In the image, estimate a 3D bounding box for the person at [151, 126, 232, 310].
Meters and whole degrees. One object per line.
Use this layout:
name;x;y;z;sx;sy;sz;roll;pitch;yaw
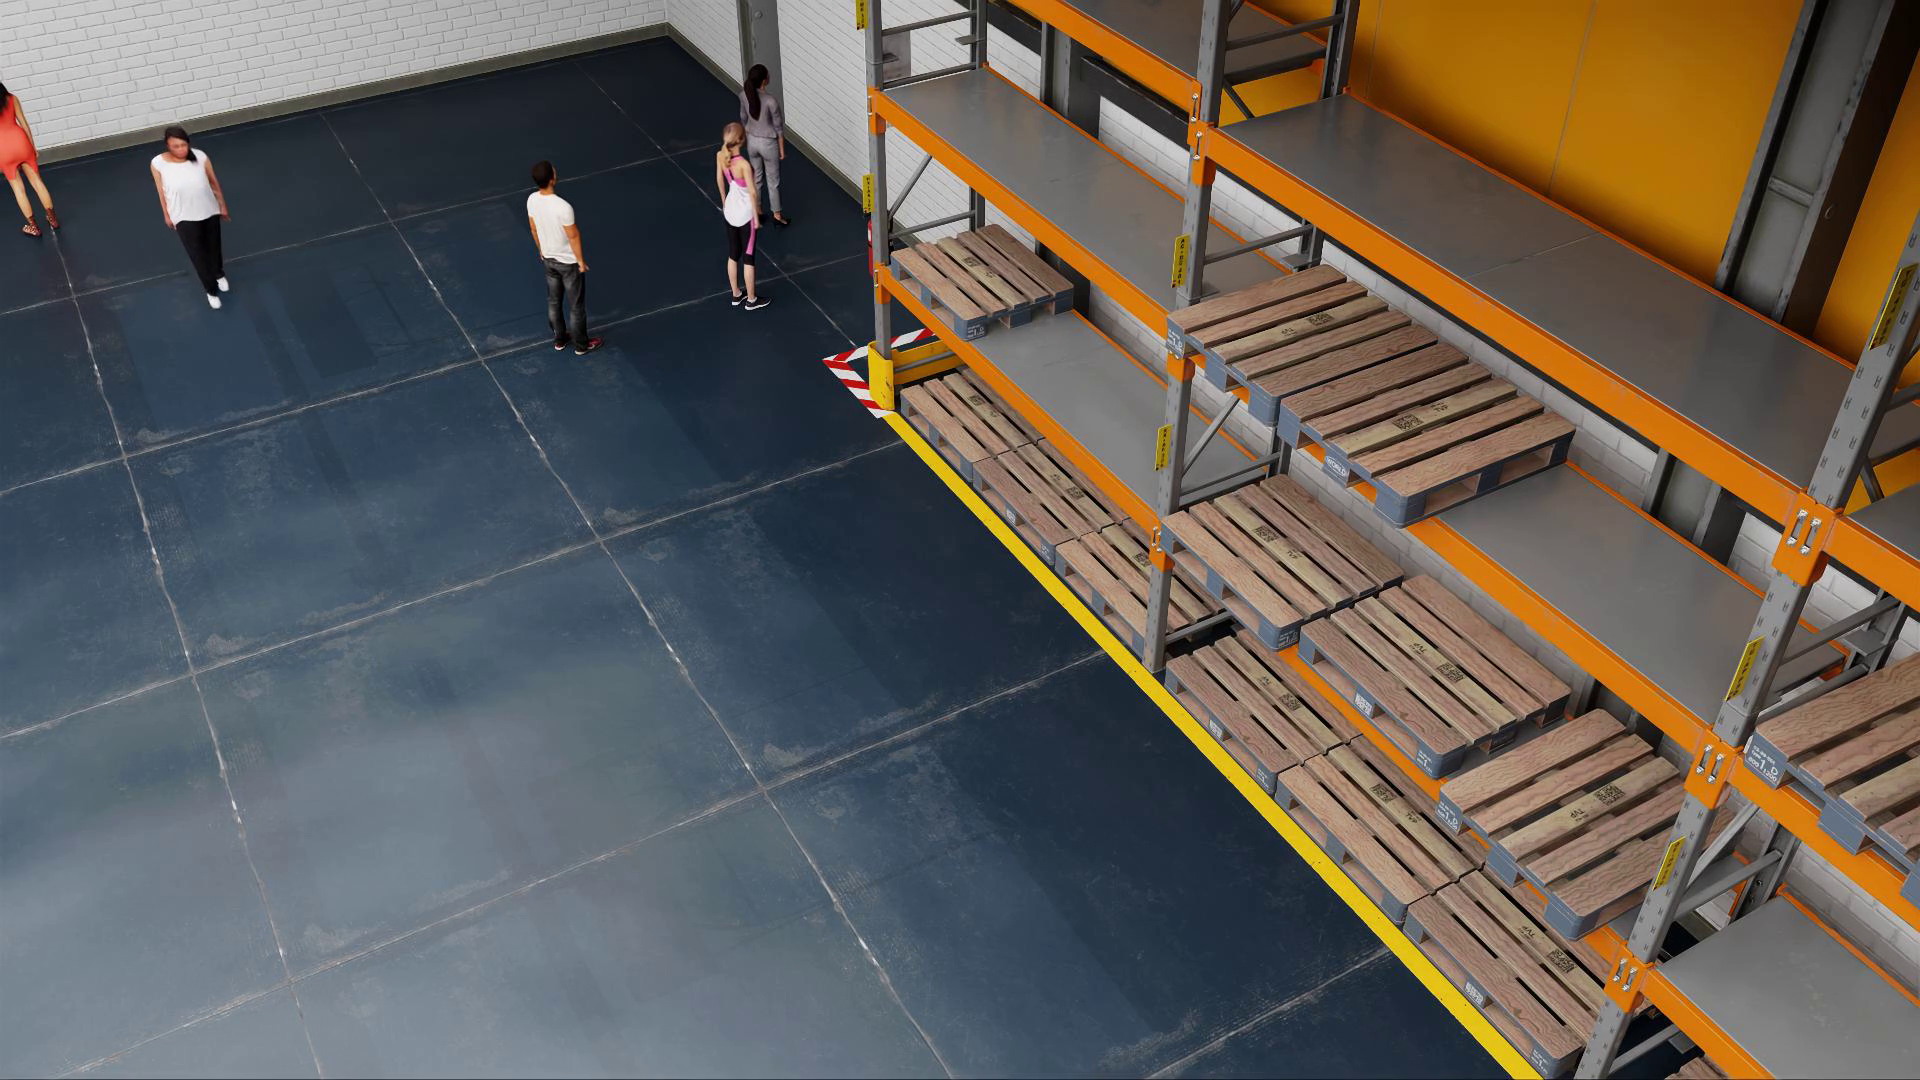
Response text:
person;-7.043;-3.035;15.292;0.722;1.669;0.876;-24;44;-27

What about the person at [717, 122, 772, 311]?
person;-1.995;-2.933;15.071;0.576;1.787;0.729;27;46;30

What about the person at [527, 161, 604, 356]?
person;-3.479;-2.451;14.453;0.664;1.805;0.775;18;42;21

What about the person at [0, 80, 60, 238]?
person;-9.208;-3.783;16.188;0.643;1.719;0.655;27;46;29

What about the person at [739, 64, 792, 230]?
person;-1.925;-3.852;16.308;0.694;1.679;0.784;18;42;22
